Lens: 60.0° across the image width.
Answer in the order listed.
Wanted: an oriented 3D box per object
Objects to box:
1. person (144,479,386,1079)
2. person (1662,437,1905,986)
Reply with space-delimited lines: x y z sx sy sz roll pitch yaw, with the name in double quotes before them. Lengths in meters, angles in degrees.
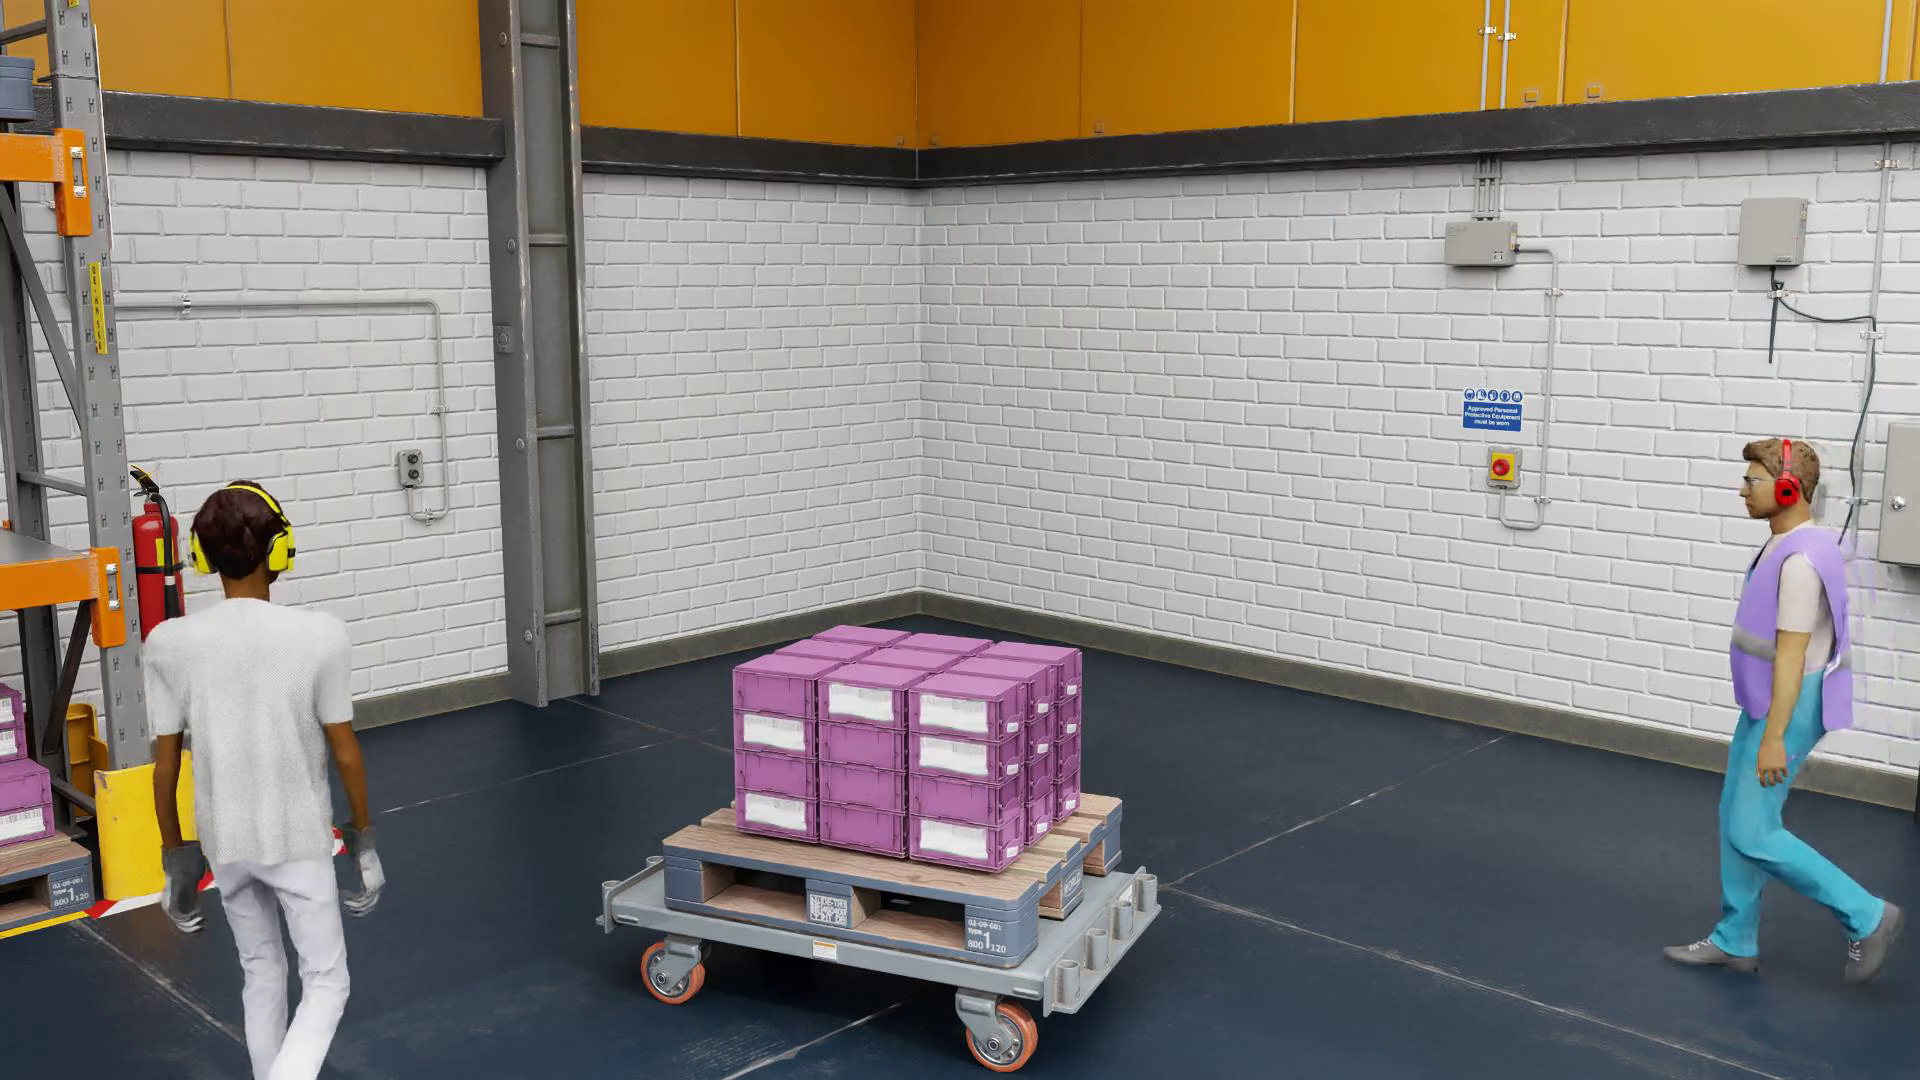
"person" -1.721 0.778 4.118 0.524 1.856 0.702 0 9 -1
"person" 2.718 0.580 5.408 0.610 1.825 0.590 3 10 18
